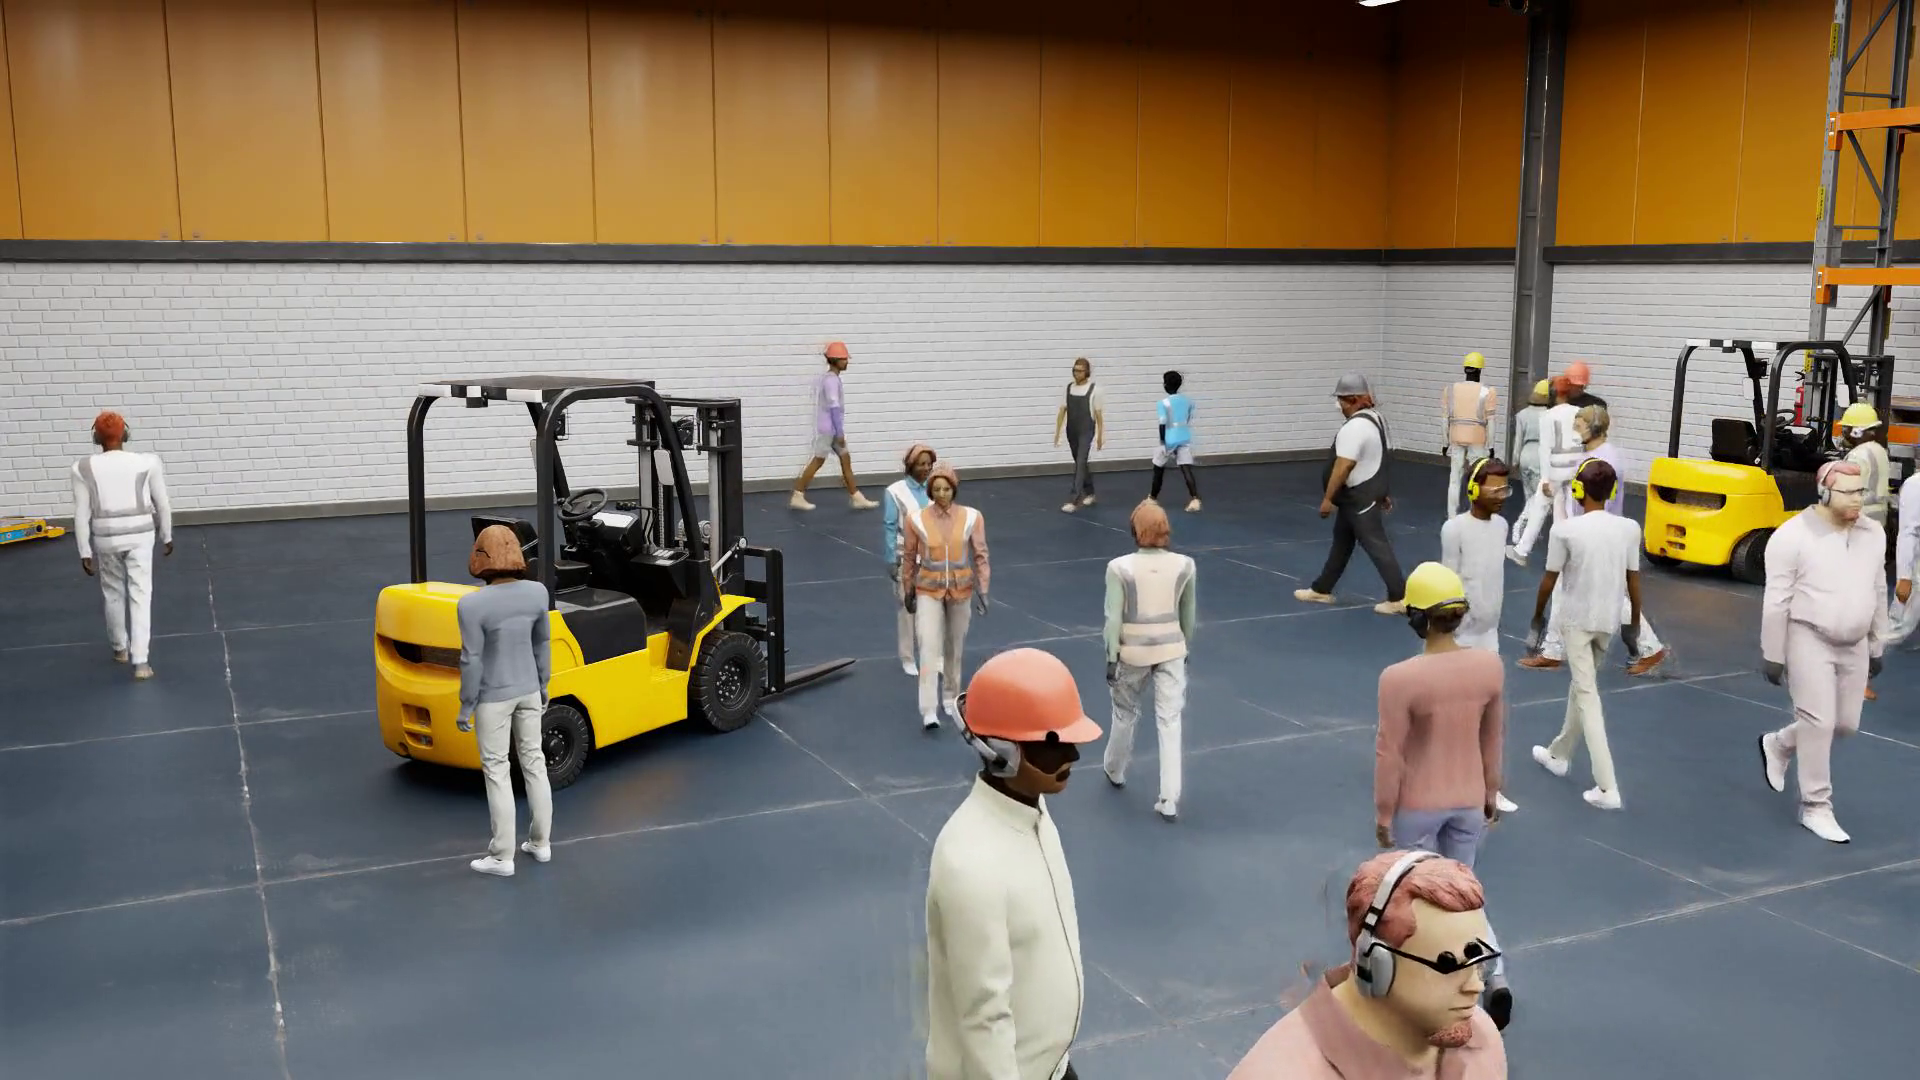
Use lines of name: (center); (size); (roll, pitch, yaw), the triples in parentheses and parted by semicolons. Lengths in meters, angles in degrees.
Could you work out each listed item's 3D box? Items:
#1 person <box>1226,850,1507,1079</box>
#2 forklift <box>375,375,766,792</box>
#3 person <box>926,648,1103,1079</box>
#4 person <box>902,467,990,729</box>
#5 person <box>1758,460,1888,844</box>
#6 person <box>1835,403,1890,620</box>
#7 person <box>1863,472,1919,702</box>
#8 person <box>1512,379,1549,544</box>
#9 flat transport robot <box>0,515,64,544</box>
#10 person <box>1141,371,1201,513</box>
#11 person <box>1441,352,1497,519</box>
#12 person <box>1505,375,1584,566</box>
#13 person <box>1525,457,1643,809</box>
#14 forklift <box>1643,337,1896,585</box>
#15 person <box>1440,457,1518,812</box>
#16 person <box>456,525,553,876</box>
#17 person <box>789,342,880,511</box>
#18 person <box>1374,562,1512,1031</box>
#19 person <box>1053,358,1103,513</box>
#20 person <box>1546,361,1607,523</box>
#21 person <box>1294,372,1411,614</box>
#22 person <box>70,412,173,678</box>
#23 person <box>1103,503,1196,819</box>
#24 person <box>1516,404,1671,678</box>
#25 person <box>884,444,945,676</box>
person: (0.744, 1.433, 2.685); (0.686, 1.879, 0.794); (-8, 12, -39)
forklift: (-2.268, 0.149, 9.685); (1.214, 2.155, 2.313); (6, 11, 32)
person: (0.135, 1.211, 3.753); (0.451, 1.973, 0.632); (3, 10, 18)
person: (-0.081, 0.358, 10.226); (0.524, 1.597, 0.825); (-1, 9, -8)
person: (4.316, 0.514, 8.387); (0.653, 1.880, 0.738); (-2, 9, -13)
person: (6.744, -0.113, 12.471); (0.593, 1.822, 0.470); (-9, 13, -44)
person: (6.063, 0.169, 10.481); (0.612, 1.909, 0.972); (-3, 10, -21)
person: (5.879, -0.795, 17.055); (0.736, 1.713, 0.493); (-8, 12, -41)
flat transport robot: (-9.934, -0.056, 16.904); (0.652, 0.197, 1.431); (2, 9, 15)
person: (2.506, -1.148, 19.417); (0.535, 1.653, 0.885); (-5, 10, -29)
person: (5.548, -1.080, 18.134); (0.591, 1.926, 0.387); (6, 11, 34)
person: (5.548, -0.620, 15.552); (0.567, 1.832, 0.947); (-3, 10, -20)
person: (3.337, 0.469, 8.897); (0.542, 1.809, 0.973); (-1, 9, -9)
forklift: (7.551, -0.789, 15.507); (2.313, 2.155, 1.214); (-4, 10, -25)
person: (2.643, 0.471, 8.792); (0.536, 1.843, 0.725); (-6, 11, -34)
person: (-2.118, 0.740, 7.750); (0.268, 1.632, 0.509); (7, 11, 37)
person: (-1.526, -1.318, 19.461); (1.061, 1.990, 0.628); (0, 9, -2)
person: (1.756, 0.956, 6.034); (0.540, 1.751, 0.530); (-3, 10, -16)
person: (1.424, -1.247, 19.619); (0.523, 1.805, 0.995); (6, 11, 31)
person: (5.986, -0.768, 16.124); (0.627, 1.955, 0.804); (7, 12, 39)
person: (3.308, -0.425, 13.720); (1.042, 2.000, 0.692); (4, 10, 24)
person: (-5.841, 0.022, 11.625); (0.593, 1.833, 1.005); (-4, 10, -22)
person: (0.989, 0.605, 8.723); (0.534, 1.589, 0.865); (-1, 9, -8)
person: (4.439, 0.010, 11.471); (0.964, 1.906, 0.627); (1, 9, 5)
person: (-0.271, 0.153, 11.423); (0.516, 1.623, 0.538); (-3, 10, -17)
